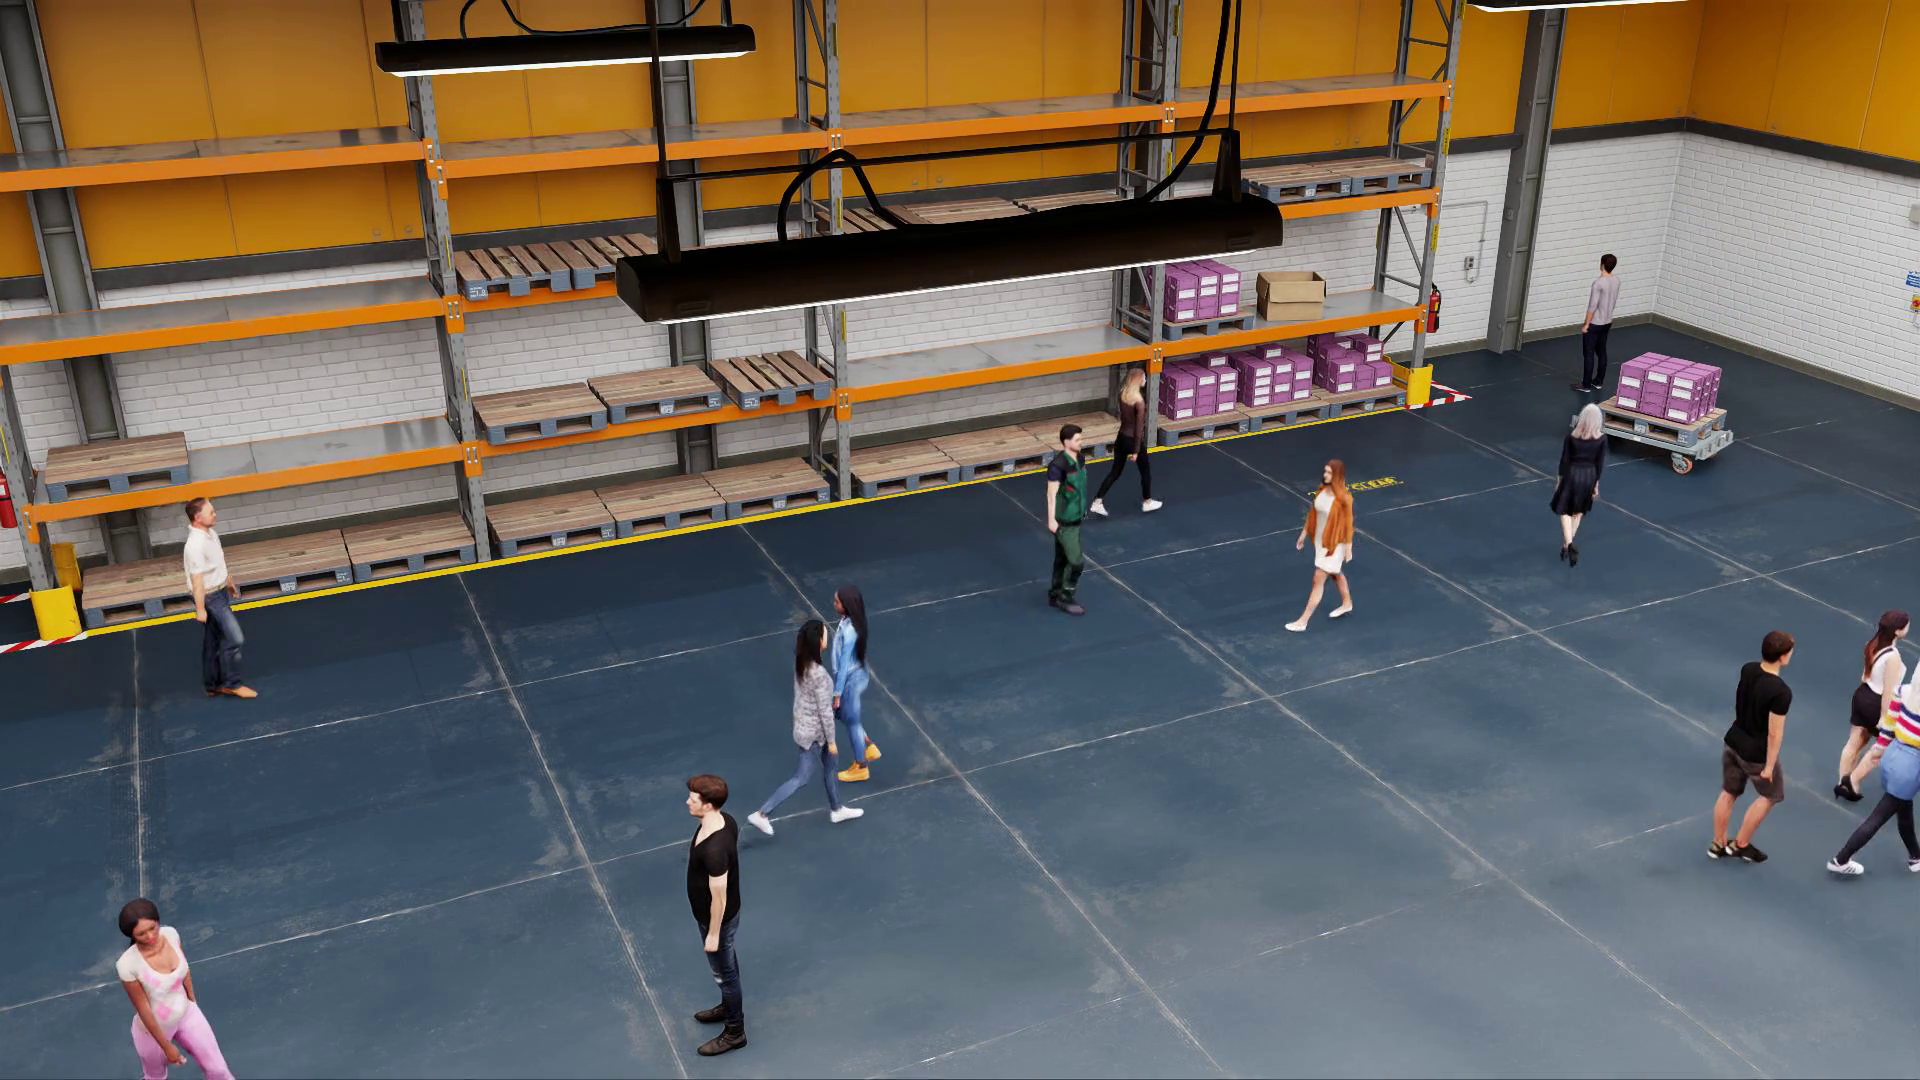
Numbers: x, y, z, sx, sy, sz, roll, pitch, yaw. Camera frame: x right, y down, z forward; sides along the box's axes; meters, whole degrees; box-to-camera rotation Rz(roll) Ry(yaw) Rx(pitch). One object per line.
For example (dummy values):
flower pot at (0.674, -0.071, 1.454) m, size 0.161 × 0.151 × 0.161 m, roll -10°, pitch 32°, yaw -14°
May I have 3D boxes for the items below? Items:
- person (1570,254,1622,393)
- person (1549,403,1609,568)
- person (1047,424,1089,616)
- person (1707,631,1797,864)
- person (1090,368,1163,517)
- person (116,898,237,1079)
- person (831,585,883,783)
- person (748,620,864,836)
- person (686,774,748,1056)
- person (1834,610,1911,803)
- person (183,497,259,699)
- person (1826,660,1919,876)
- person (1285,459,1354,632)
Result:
person at (8.447, -2.880, 21.974) m, size 0.516 × 1.844 × 0.743 m, roll -14°, pitch 27°, yaw -29°
person at (6.210, -0.504, 16.687) m, size 1.004 × 1.725 × 1.003 m, roll 5°, pitch 24°, yaw 12°
person at (0.938, -0.222, 15.831) m, size 0.899 × 1.893 × 0.821 m, roll 12°, pitch 26°, yaw 25°
person at (5.610, 1.497, 11.953) m, size 0.657 × 1.850 × 0.693 m, roll -7°, pitch 24°, yaw -15°
person at (1.756, -1.016, 17.931) m, size 1.146 × 1.666 × 0.715 m, roll -15°, pitch 28°, yaw -30°
person at (-4.524, 2.726, 9.331) m, size 1.081 × 1.699 × 1.064 m, roll 10°, pitch 26°, yaw 22°
person at (-0.753, 1.134, 12.971) m, size 0.771 × 1.700 × 0.734 m, roll 0°, pitch 24°, yaw 0°
person at (-1.174, 1.434, 12.289) m, size 1.134 × 1.697 × 0.646 m, roll -8°, pitch 25°, yaw -19°
person at (-1.474, 2.261, 10.147) m, size 0.669 × 1.897 × 0.724 m, roll -4°, pitch 24°, yaw -9°
person at (6.887, 1.290, 12.690) m, size 0.676 × 1.639 × 0.663 m, roll -1°, pitch 24°, yaw -3°
person at (-6.505, 0.511, 14.219) m, size 0.812 × 1.841 × 0.774 m, roll -3°, pitch 24°, yaw -7°
person at (6.584, 1.640, 11.740) m, size 1.171 × 1.758 × 0.857 m, roll -4°, pitch 24°, yaw -10°
person at (3.513, 0.028, 15.534) m, size 1.093 × 1.674 × 0.598 m, roll -11°, pitch 26°, yaw -23°
